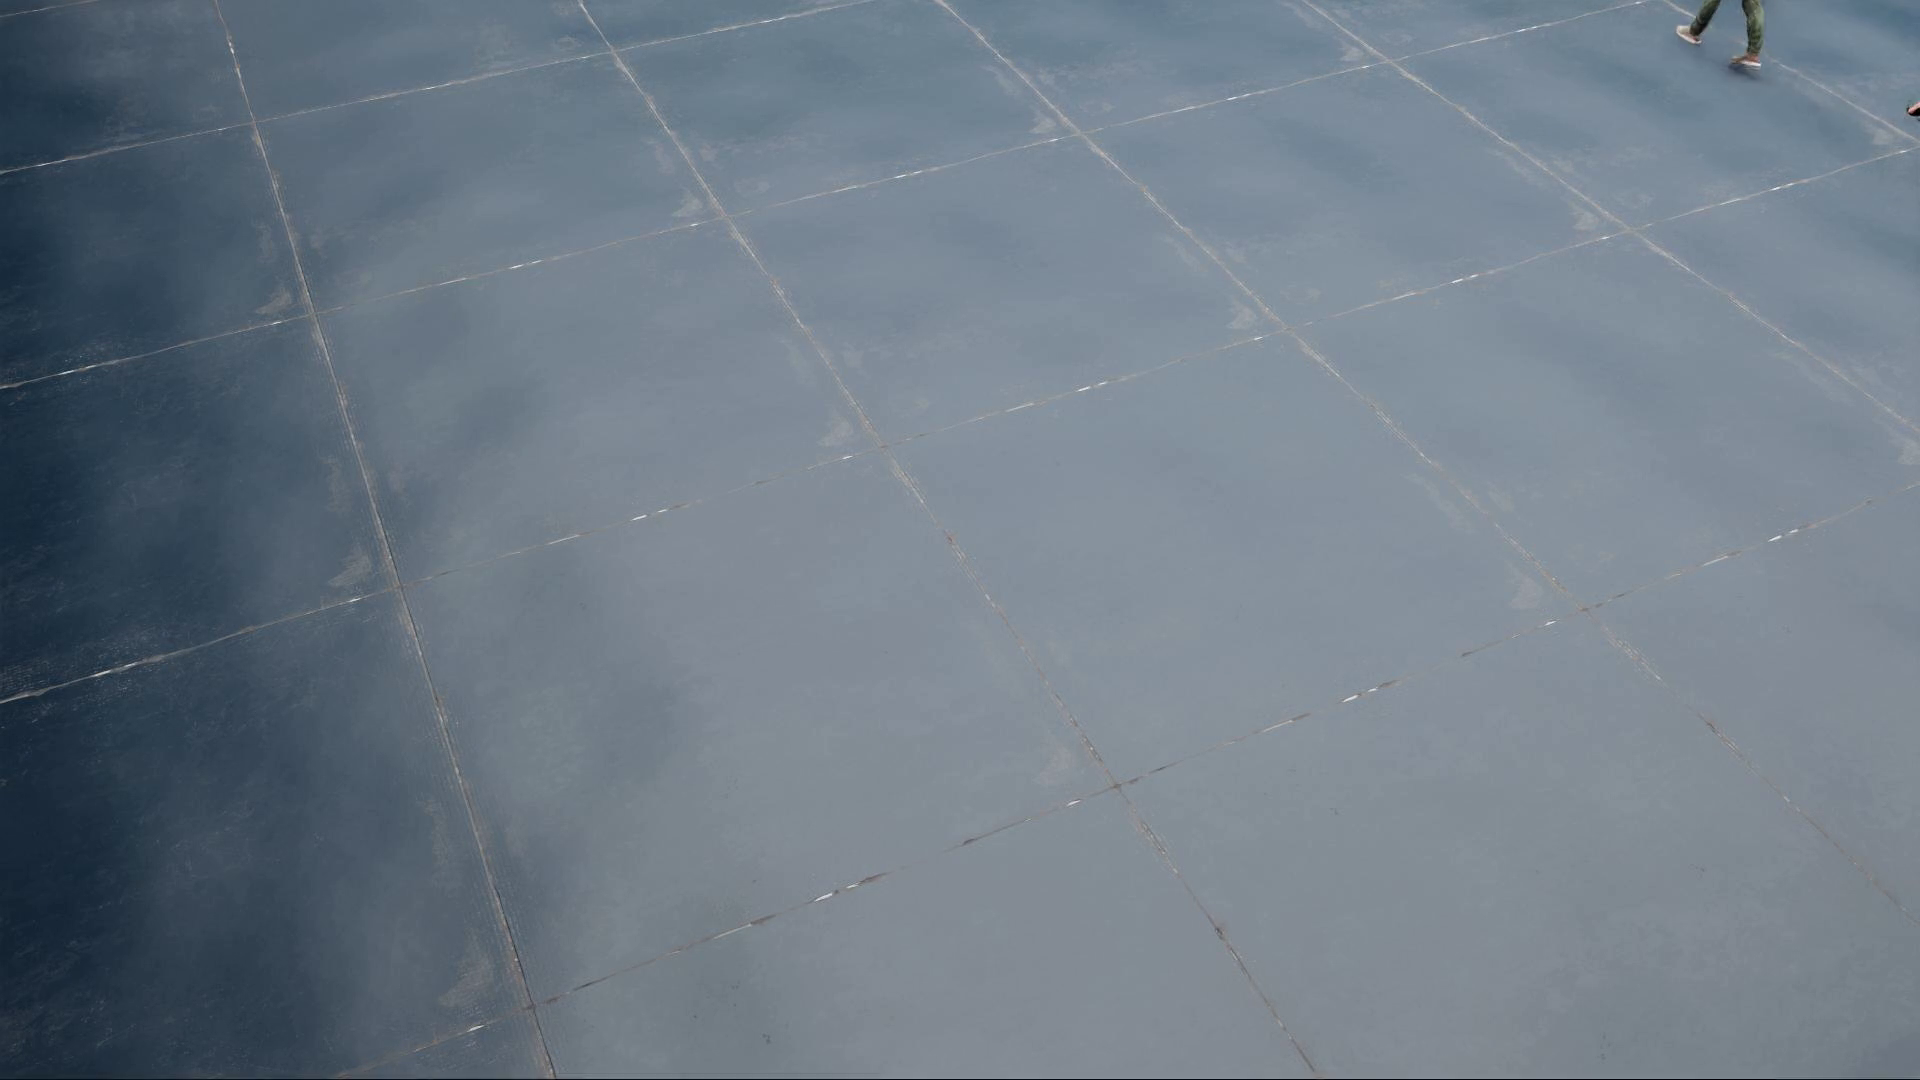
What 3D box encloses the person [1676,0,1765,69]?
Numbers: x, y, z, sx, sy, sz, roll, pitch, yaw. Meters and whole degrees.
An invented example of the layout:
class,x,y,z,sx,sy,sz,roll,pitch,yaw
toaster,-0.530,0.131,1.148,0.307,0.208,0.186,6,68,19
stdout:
class,x,y,z,sx,sy,sz,roll,pitch,yaw
person,6.566,-4.699,13.736,0.576,1.605,1.135,-16,45,-17
